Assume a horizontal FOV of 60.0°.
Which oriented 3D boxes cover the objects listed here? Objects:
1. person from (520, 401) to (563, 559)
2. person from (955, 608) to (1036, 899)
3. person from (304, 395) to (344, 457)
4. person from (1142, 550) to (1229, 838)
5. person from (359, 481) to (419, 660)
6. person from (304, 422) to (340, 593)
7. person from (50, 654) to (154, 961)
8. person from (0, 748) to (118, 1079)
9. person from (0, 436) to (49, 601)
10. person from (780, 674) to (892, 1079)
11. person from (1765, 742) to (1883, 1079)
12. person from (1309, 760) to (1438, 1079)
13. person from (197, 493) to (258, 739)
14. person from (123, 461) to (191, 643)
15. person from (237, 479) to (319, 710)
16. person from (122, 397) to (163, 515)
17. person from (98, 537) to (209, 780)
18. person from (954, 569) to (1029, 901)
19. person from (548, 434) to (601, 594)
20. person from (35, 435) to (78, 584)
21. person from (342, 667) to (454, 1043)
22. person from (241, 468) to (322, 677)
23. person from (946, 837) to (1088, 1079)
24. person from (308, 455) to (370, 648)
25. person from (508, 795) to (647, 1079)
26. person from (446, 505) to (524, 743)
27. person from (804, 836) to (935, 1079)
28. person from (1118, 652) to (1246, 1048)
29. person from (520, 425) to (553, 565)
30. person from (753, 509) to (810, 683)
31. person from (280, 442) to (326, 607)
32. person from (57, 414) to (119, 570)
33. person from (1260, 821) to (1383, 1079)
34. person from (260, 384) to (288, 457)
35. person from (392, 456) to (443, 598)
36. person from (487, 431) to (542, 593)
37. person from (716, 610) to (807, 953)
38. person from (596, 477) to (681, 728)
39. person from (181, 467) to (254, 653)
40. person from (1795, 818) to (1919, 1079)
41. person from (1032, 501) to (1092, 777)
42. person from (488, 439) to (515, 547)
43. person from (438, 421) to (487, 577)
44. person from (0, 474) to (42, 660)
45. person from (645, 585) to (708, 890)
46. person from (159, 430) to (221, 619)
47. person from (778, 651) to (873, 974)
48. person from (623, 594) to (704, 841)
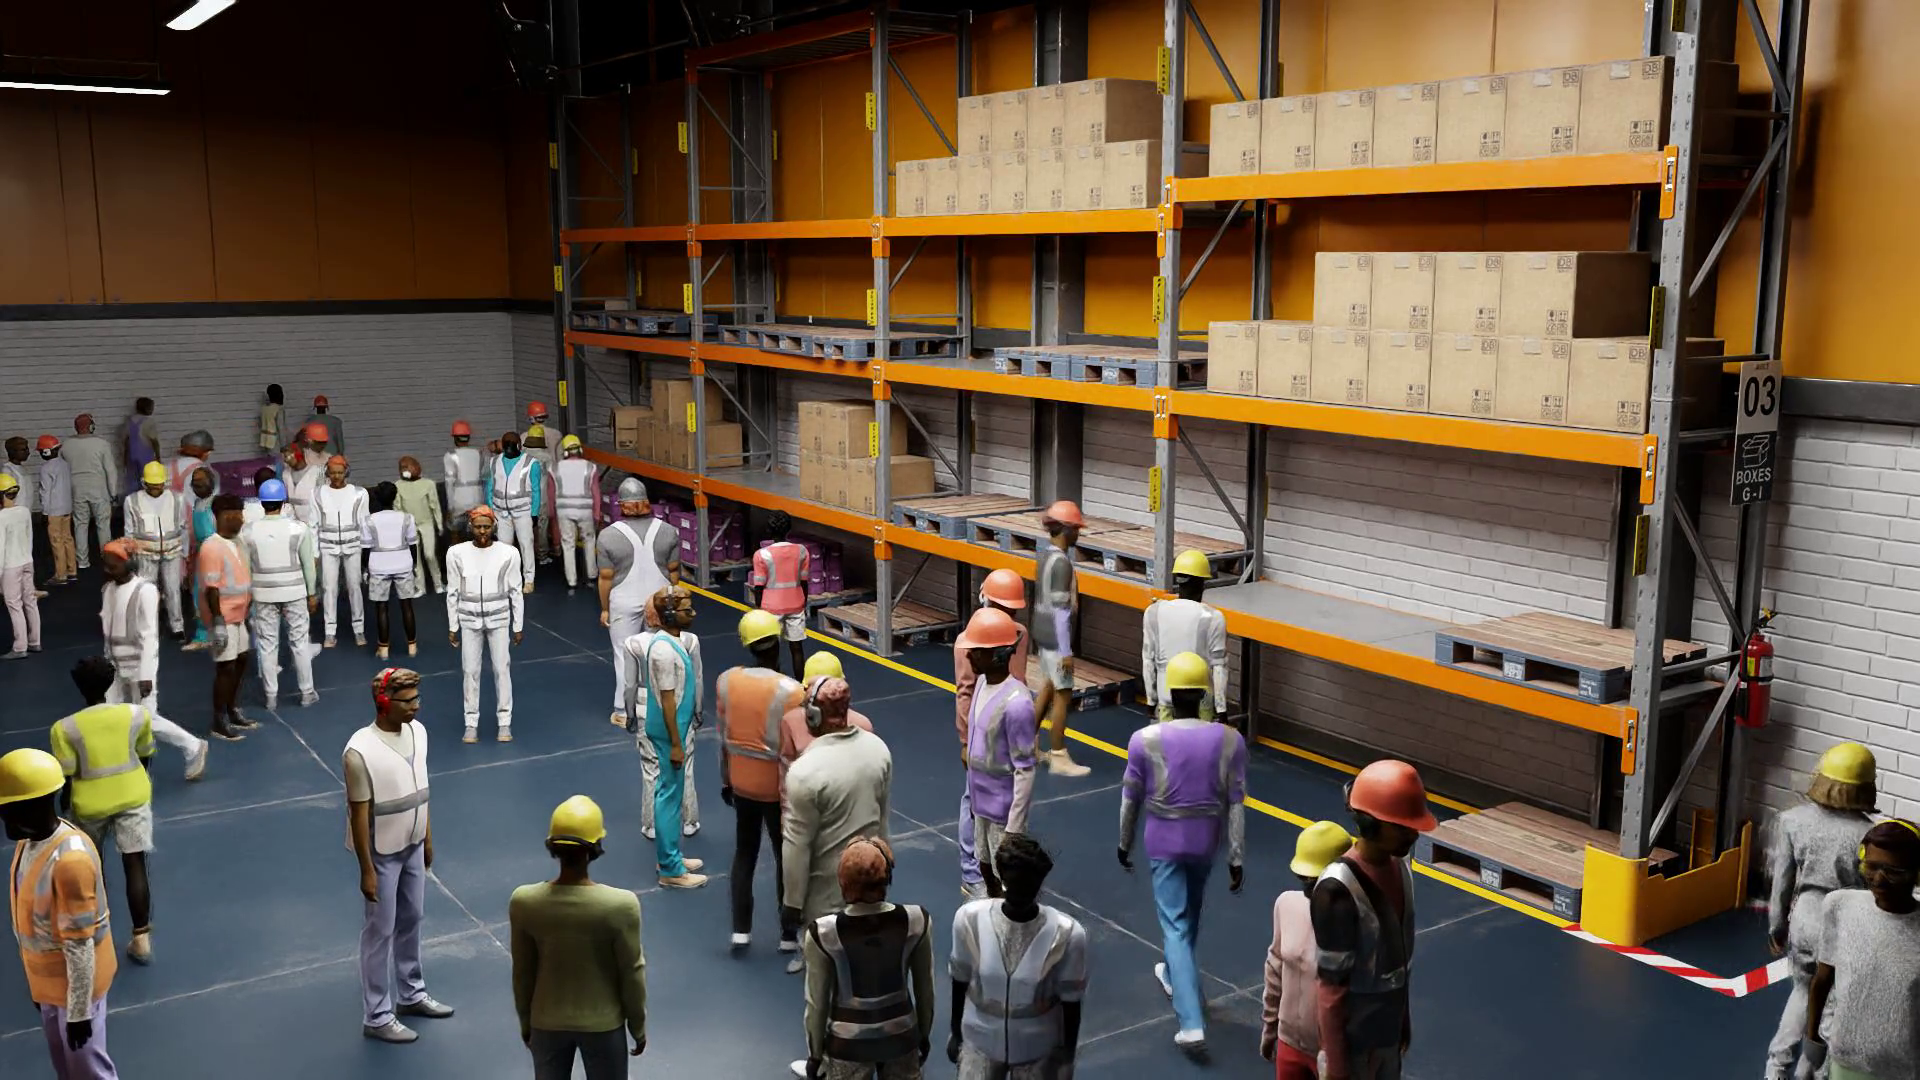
[{"bbox_3d":[-5.287,-0.759,21.001,0.376,1.997,0.612,9,13,43],"label":"person"},{"bbox_3d":[0.166,1.349,8.492,0.384,2.041,0.615,-3,10,-19],"label":"person"},{"bbox_3d":[-9.470,-1.283,24.783,0.560,1.753,0.328,-6,11,-30],"label":"person"},{"bbox_3d":[1.471,1.021,10.787,0.584,1.918,0.381,6,11,31],"label":"person"},{"bbox_3d":[-5.390,0.287,15.740,0.540,1.695,0.317,-5,11,-27],"label":"person"},{"bbox_3d":[-7.249,-0.346,18.661,0.636,1.968,0.658,4,10,22],"label":"person"},{"bbox_3d":[-4.671,1.437,9.115,0.530,1.642,0.863,-7,12,-37],"label":"person"},{"bbox_3d":[-3.557,1.744,6.559,0.584,1.918,0.409,9,13,44],"label":"person"},{"bbox_3d":[-10.373,-0.226,18.358,0.341,1.840,0.505,-1,10,-7],"label":"person"},{"bbox_3d":[-0.598,1.557,7.705,0.399,1.898,0.649,6,12,33],"label":"person"},{"bbox_3d":[3.798,1.723,7.237,0.368,1.733,0.491,-6,11,-32],"label":"person"},{"bbox_3d":[1.495,1.776,6.042,0.410,2.032,0.609,8,12,39],"label":"person"},{"bbox_3d":[-5.822,0.631,13.178,0.388,1.907,0.644,-1,10,-6],"label":"person"},{"bbox_3d":[-7.845,0.132,16.286,0.588,1.823,0.403,-7,12,-35],"label":"person"},{"bbox_3d":[-5.725,0.458,13.995,0.602,1.949,0.393,-3,10,-15],"label":"person"},{"bbox_3d":[-11.755,-1.156,23.913,0.624,1.805,0.389,3,10,18],"label":"person"},{"bbox_3d":[-5.783,0.886,11.720,0.582,1.861,0.752,5,11,28],"label":"person"},{"bbox_3d":[0.222,1.145,9.861,0.392,1.985,0.610,9,13,41],"label":"person"},{"bbox_3d":[-4.384,-0.313,18.993,0.594,1.783,0.792,-1,10,-7],"label":"person"},{"bbox_3d":[-10.559,-0.357,19.393,0.343,1.744,0.560,0,10,-2],"label":"person"},{"bbox_3d":[-2.775,1.517,8.121,0.395,1.836,0.561,3,10,16],"label":"person"},{"bbox_3d":[-6.294,0.269,15.321,0.611,1.870,0.953,1,10,6],"label":"person"},{"bbox_3d":[0.200,1.914,6.226,0.547,1.669,0.551,2,10,11],"label":"person"},{"bbox_3d":[-6.045,0.110,16.238,0.576,1.883,0.355,-4,10,-20],"label":"person"},{"bbox_3d":[-1.459,1.846,6.411,0.526,1.760,0.335,1,10,6],"label":"person"},{"bbox_3d":[-3.717,0.661,13.043,0.581,1.879,0.365,-2,10,-10],"label":"person"},{"bbox_3d":[-0.338,1.926,6.299,0.514,1.636,0.314,-3,10,-17],"label":"person"},{"bbox_3d":[1.105,1.487,8.162,0.584,1.888,0.971,-2,10,-13],"label":"person"},{"bbox_3d":[-5.246,-0.556,20.594,0.493,1.732,0.324,1,10,7],"label":"person"},{"bbox_3d":[-1.503,0.584,14.024,0.535,1.691,0.317,-7,12,-34],"label":"person"},{"bbox_3d":[-7.083,-0.170,18.107,0.603,1.811,0.433,5,11,27],"label":"person"},{"bbox_3d":[-10.583,-0.586,20.250,0.652,1.906,0.409,-1,10,-7],"label":"person"},{"bbox_3d":[1.321,1.887,6.151,0.314,1.767,0.533,-8,12,-38],"label":"person"},{"bbox_3d":[-10.198,-1.364,24.783,0.588,1.920,0.398,8,13,41],"label":"person"},{"bbox_3d":[-6.060,-0.150,18.583,0.531,1.606,0.426,0,10,-1],"label":"person"},{"bbox_3d":[-5.057,-0.313,18.840,0.627,1.844,0.429,1,10,6],"label":"person"},{"bbox_3d":[-1.026,1.330,9.020,0.714,1.903,0.409,6,11,30],"label":"person"},{"bbox_3d":[-2.632,0.494,13.517,0.684,2.000,0.538,-5,11,-27],"label":"person"},{"bbox_3d":[-7.143,0.166,16.158,0.524,1.809,0.821,7,12,35],"label":"person"},{"bbox_3d":[3.249,1.880,5.891,0.533,1.868,0.310,9,13,43],"label":"person"},{"bbox_3d":[0.699,0.738,12.224,0.483,2.018,0.678,-1,10,-9],"label":"person"},{"bbox_3d":[-5.460,-0.387,19.866,0.309,1.640,0.513,-2,10,-12],"label":"person"},{"bbox_3d":[-5.821,-0.448,19.508,0.572,1.879,0.986,-9,13,-41],"label":"person"},{"bbox_3d":[-8.979,0.251,15.753,0.314,1.768,0.526,0,10,2],"label":"person"},{"bbox_3d":[-1.728,1.179,10.066,0.343,1.847,0.506,-2,10,-11],"label":"person"},{"bbox_3d":[-8.013,-0.169,17.410,0.731,2.000,0.621,4,10,20],"label":"person"},{"bbox_3d":[-0.709,1.442,8.762,0.526,1.767,0.319,2,10,14],"label":"person"},{"bbox_3d":[-1.931,1.148,10.860,0.523,1.637,0.312,-2,10,-12],"label":"person"}]
